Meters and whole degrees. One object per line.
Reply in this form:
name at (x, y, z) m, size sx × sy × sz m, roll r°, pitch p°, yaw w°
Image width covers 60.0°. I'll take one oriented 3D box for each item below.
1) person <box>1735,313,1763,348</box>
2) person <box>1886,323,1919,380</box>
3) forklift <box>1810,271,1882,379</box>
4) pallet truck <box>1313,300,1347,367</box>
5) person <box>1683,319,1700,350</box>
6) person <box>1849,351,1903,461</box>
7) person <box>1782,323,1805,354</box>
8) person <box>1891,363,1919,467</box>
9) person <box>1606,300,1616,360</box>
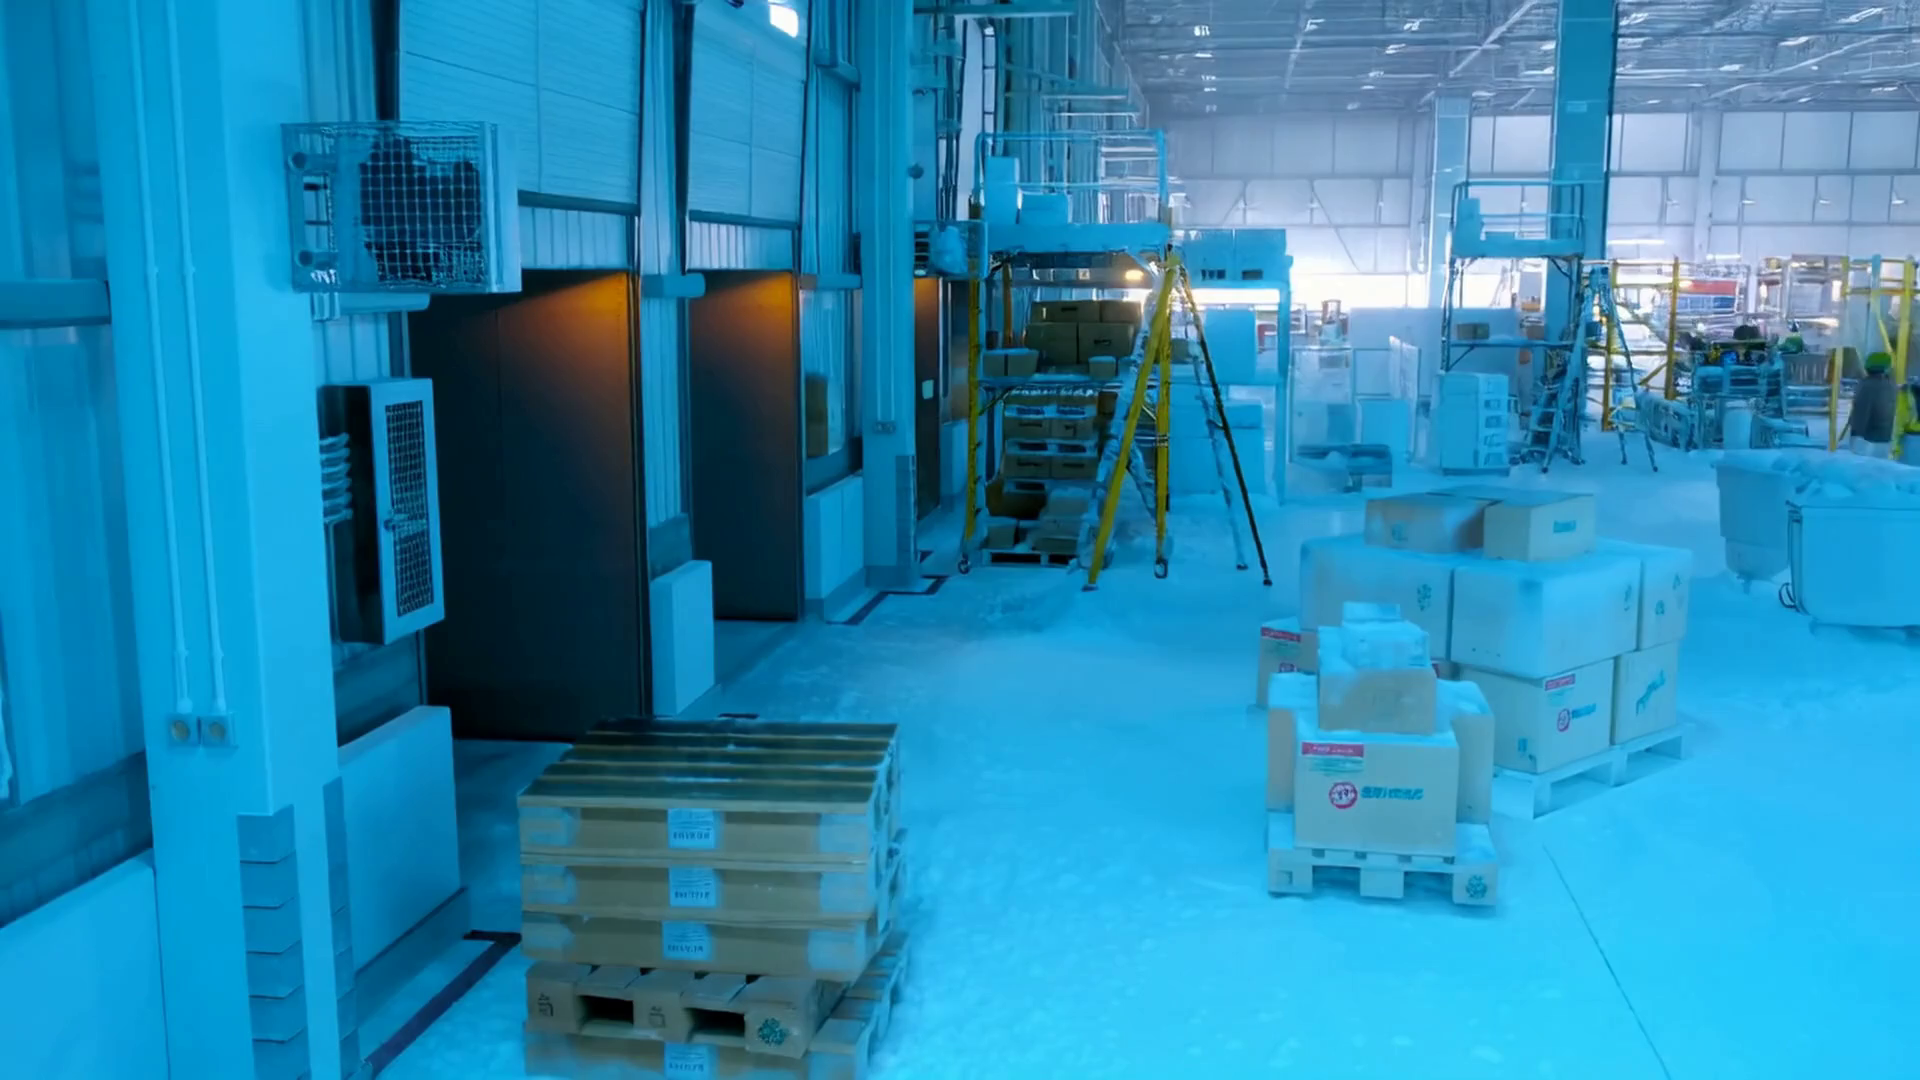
person at (17.380, -4.002, 36.456) m, size 0.661 × 1.897 × 0.957 m, roll -3°, pitch 10°, yaw -18°
person at (17.530, -3.096, 30.911) m, size 0.923 × 1.885 × 0.657 m, roll -7°, pitch 11°, yaw -36°
forklift at (20.726, -4.780, 38.245) m, size 1.873 × 2.768 × 1.129 m, roll 1°, pitch 9°, yaw 9°
pallet truck at (11.159, -6.200, 49.718) m, size 0.823 × 1.965 × 1.885 m, roll 4°, pitch 10°, yaw 26°
person at (15.928, -3.932, 36.334) m, size 0.510 × 1.808 × 0.951 m, roll -5°, pitch 11°, yaw -30°
person at (10.340, -1.170, 18.877) m, size 1.017 × 1.934 × 0.662 m, roll -6°, pitch 11°, yaw -35°
person at (17.862, -3.784, 35.661) m, size 0.485 × 1.731 × 0.385 m, roll -1°, pitch 9°, yaw -6°
person at (10.619, -1.047, 18.359) m, size 0.588 × 1.857 × 0.555 m, roll -5°, pitch 10°, yaw -26°
person at (20.707, -6.660, 52.843) m, size 0.617 × 1.898 × 0.612 m, roll 5°, pitch 11°, yaw 30°
